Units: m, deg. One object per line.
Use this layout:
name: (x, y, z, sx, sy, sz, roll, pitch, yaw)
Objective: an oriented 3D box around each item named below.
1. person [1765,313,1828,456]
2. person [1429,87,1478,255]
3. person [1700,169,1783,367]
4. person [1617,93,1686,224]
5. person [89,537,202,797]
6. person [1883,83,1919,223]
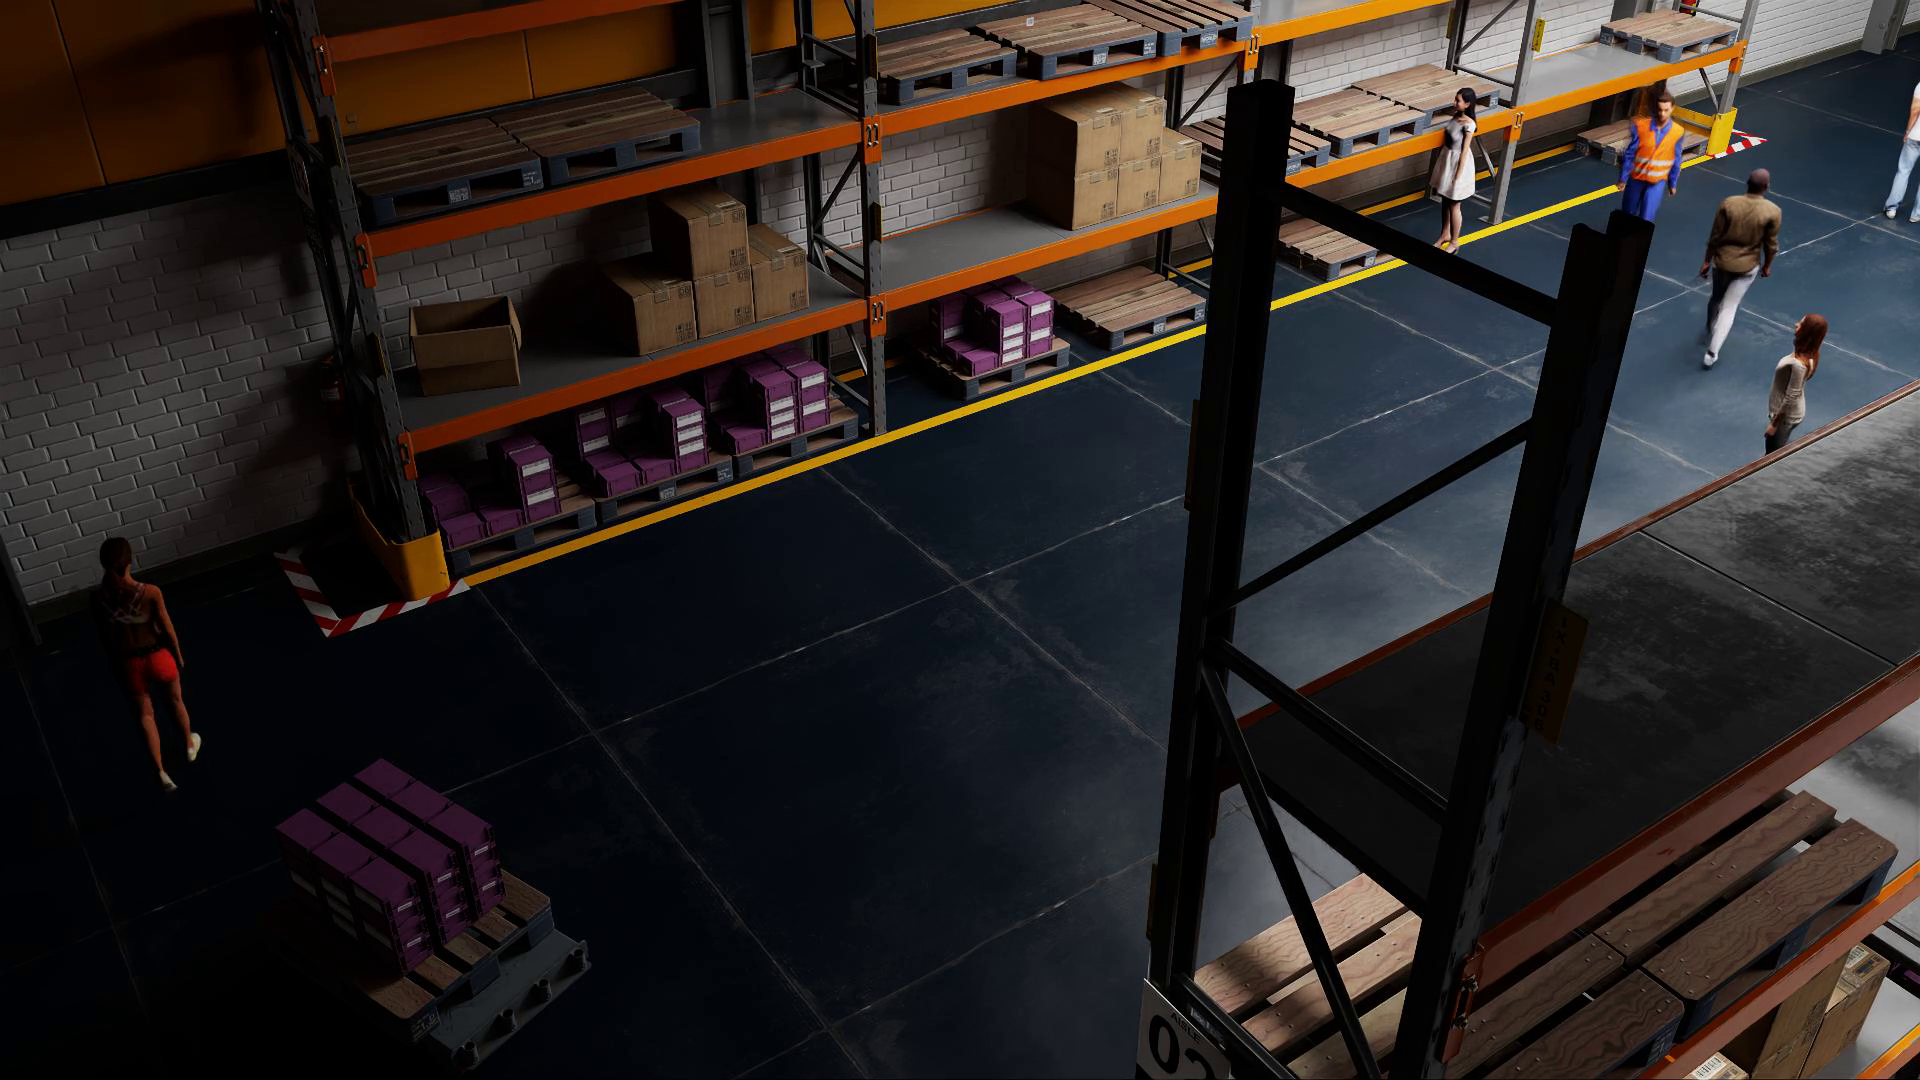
person: (6.399, -0.972, 12.877, 0.732, 1.715, 0.617, 19, 38, 26)
person: (5.061, -3.766, 17.032, 0.793, 1.769, 0.772, -3, 34, -5)
person: (6.975, -2.418, 14.992, 1.008, 1.781, 1.265, 20, 39, 27)
person: (6.916, -3.636, 16.778, 1.110, 1.833, 1.245, 10, 35, 15)
person: (-4.999, 0.798, 10.160, 0.960, 1.774, 0.805, -11, 35, -16)
person: (10.367, -4.329, 17.790, 0.751, 1.867, 0.715, 19, 38, 26)
